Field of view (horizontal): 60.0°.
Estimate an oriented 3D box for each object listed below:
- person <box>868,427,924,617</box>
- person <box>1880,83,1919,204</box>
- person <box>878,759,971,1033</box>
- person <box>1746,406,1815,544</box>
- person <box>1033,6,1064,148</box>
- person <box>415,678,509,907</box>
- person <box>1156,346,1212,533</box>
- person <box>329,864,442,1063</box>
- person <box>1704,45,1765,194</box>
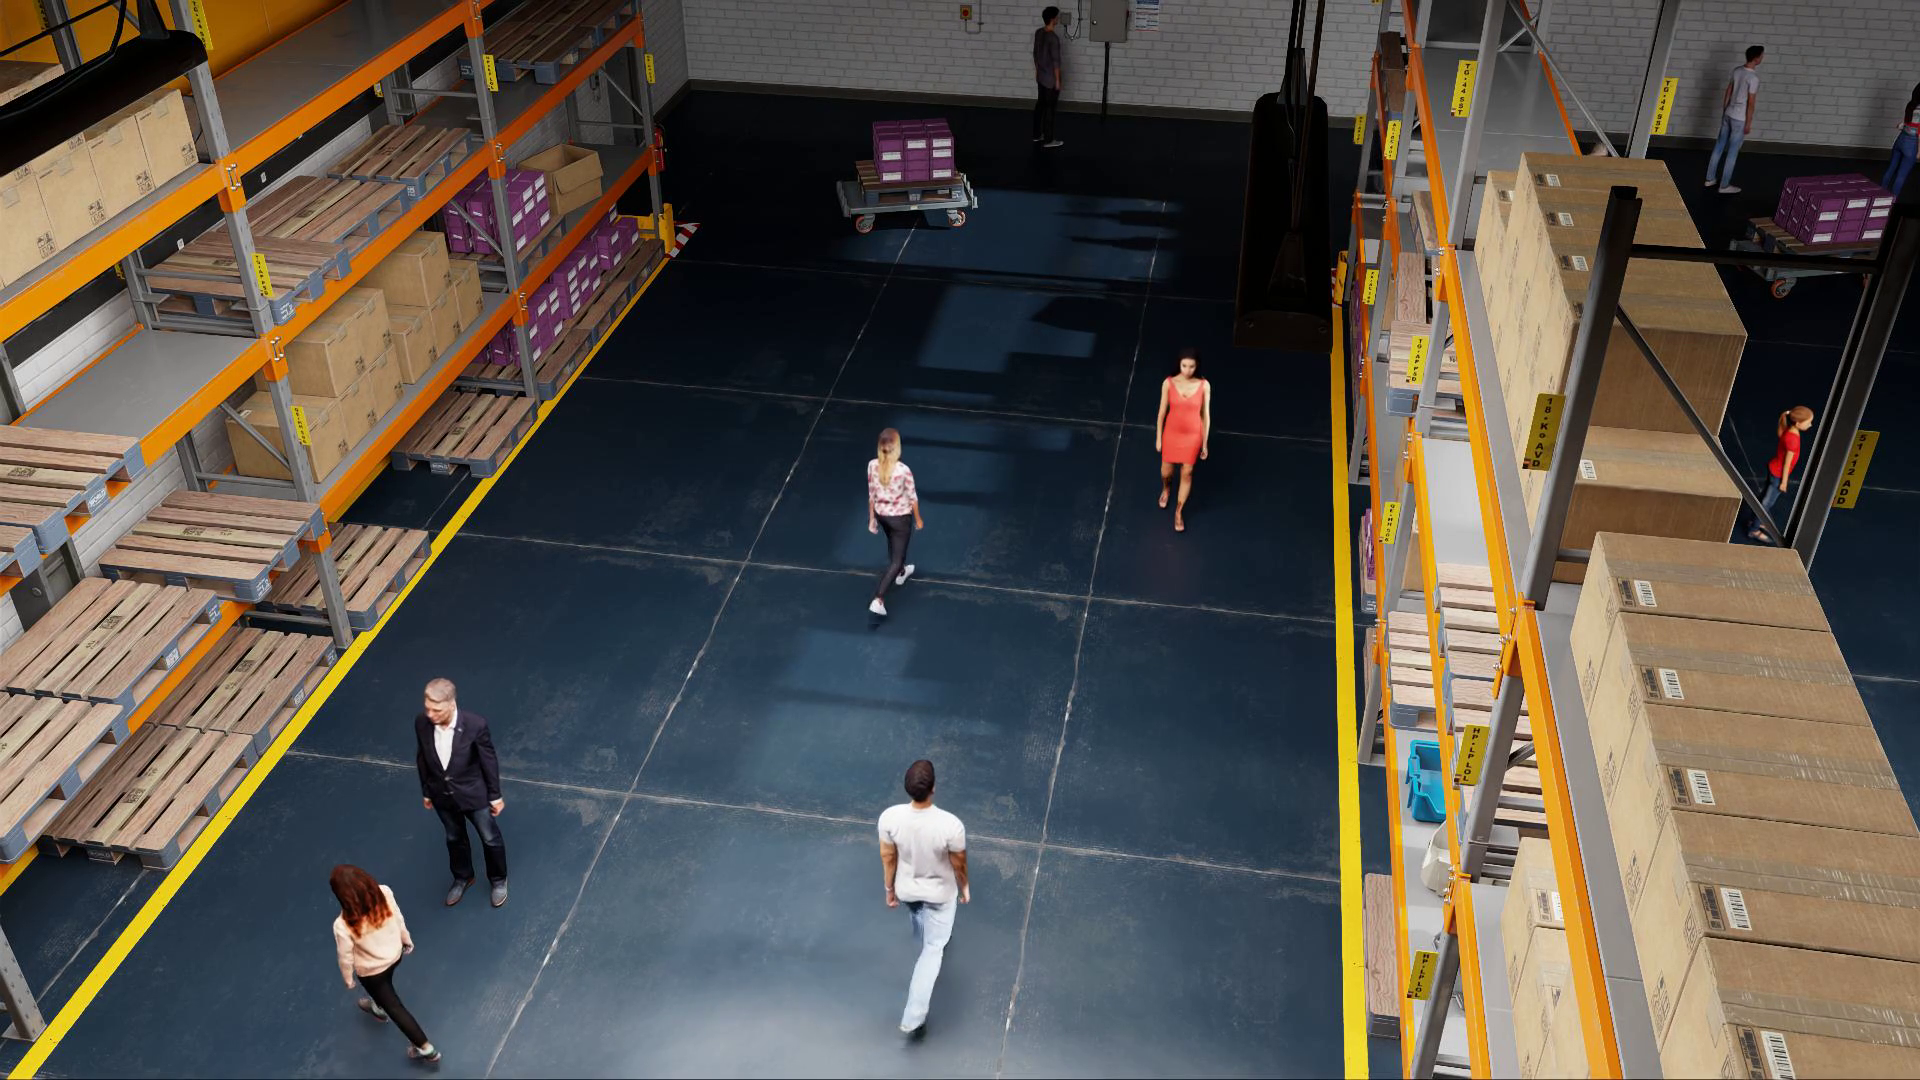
[{"bbox_3d":[-0.572,-0.132,13.493,0.840,1.600,1.164,19,38,26],"label":"person"},{"bbox_3d":[11.781,-4.915,20.677,0.717,1.613,0.564,-6,34,-8],"label":"person"},{"bbox_3d":[-0.223,2.124,9.897,0.809,1.824,1.241,11,35,16],"label":"person"},{"bbox_3d":[7.111,-0.599,14.463,0.571,1.304,0.458,12,35,17],"label":"person"},{"bbox_3d":[1.184,-6.285,22.524,0.796,1.851,0.708,-18,38,-25],"label":"person"},{"bbox_3d":[-3.208,1.593,10.707,0.696,1.813,0.596,3,34,5],"label":"person"},{"bbox_3d":[1.955,-0.937,14.604,0.643,1.711,0.773,3,34,4],"label":"person"},{"bbox_3d":[-3.346,2.486,9.693,0.846,1.447,0.985,17,37,24],"label":"person"},{"bbox_3d":[9.855,-5.358,21.130,0.785,1.850,0.639,-8,34,-12],"label":"person"}]
